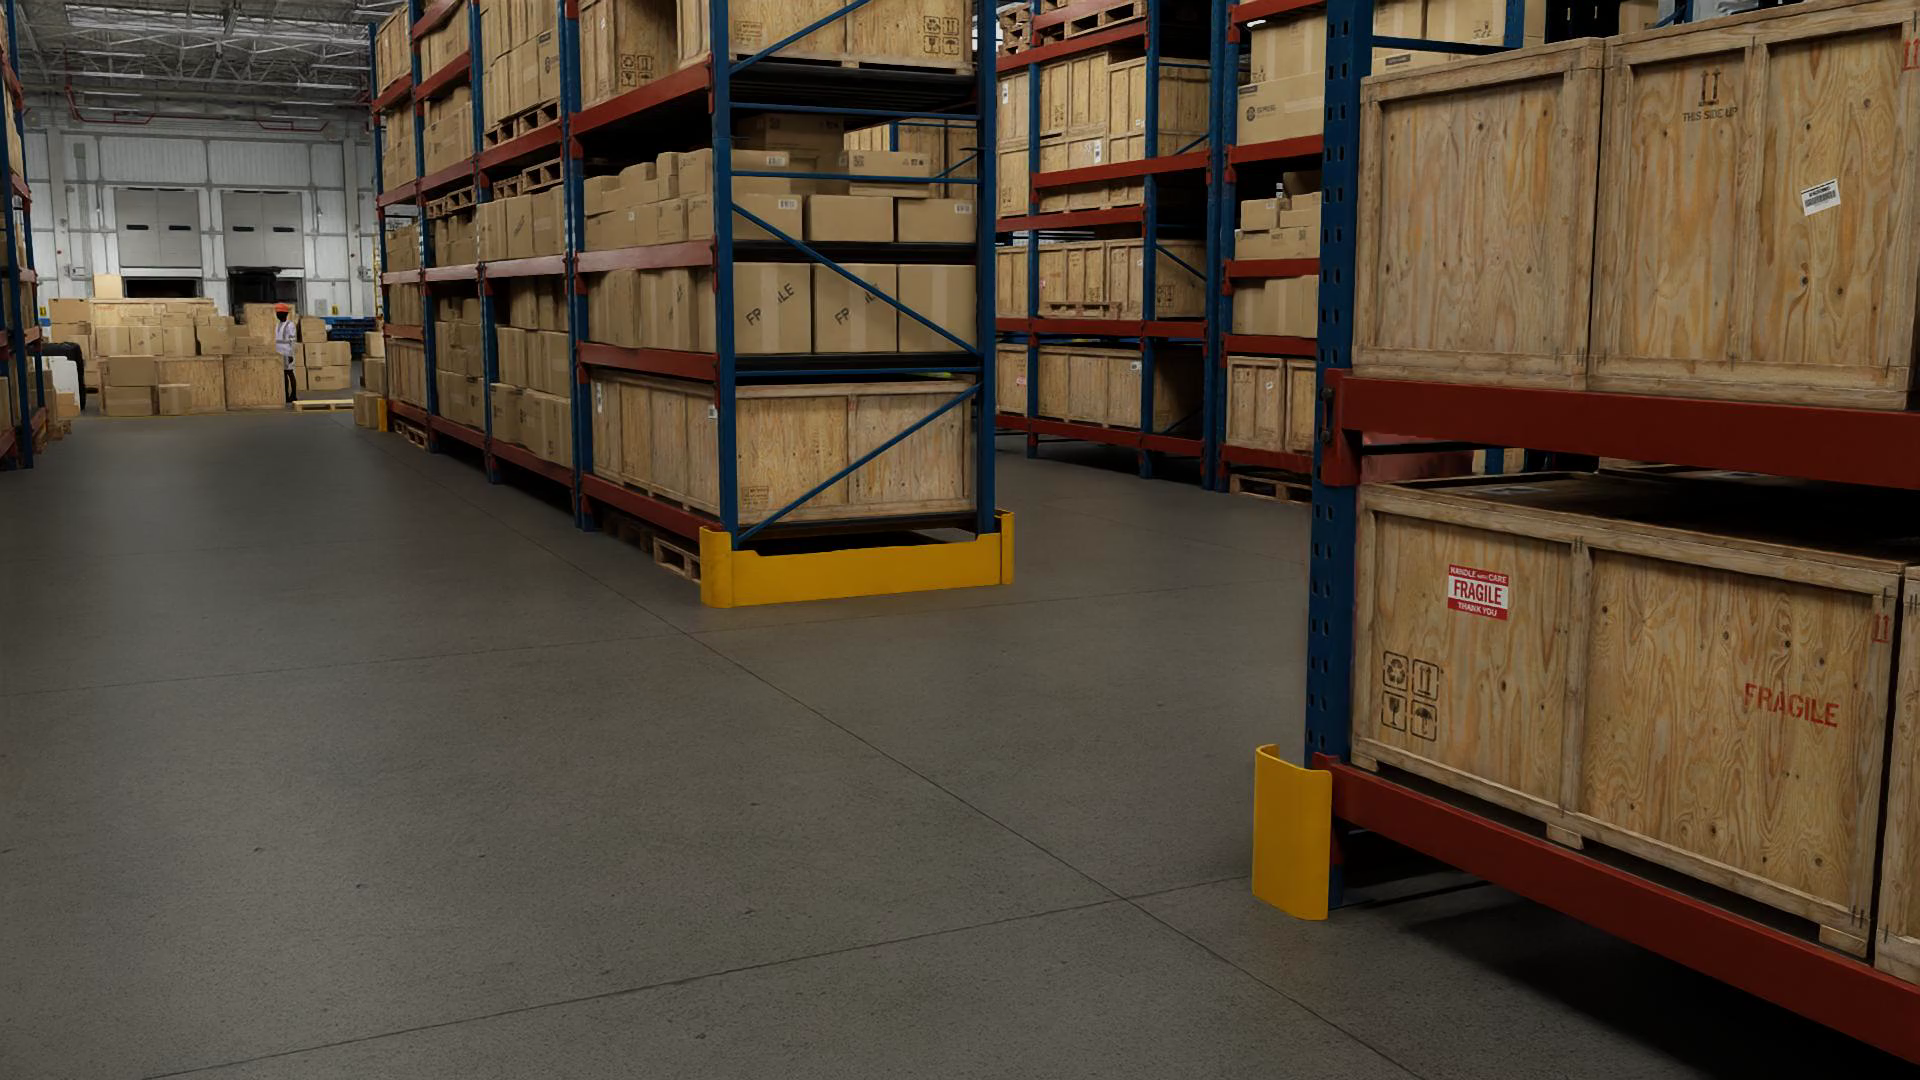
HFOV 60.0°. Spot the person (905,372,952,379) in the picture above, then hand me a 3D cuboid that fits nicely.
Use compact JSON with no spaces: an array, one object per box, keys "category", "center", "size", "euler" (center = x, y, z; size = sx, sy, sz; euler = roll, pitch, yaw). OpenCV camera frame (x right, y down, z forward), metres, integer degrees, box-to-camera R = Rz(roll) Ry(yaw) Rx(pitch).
[{"category":"person","center":[-0.287,-1.069,15.541],"size":[0.529,1.692,0.320],"euler":[5,10,32]}]

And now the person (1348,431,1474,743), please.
[{"category":"person","center":[1.805,0.149,6.569],"size":[0.993,1.849,0.667],"euler":[-6,10,-34]}]

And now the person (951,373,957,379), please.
[{"category":"person","center":[-0.348,-2.007,21.519],"size":[0.649,1.847,1.054],"euler":[-2,9,-15]}]

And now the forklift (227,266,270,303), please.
[{"category":"forklift","center":[-17.722,-5.442,41.613],"size":[1.129,2.768,1.873],"euler":[-6,10,-35]}]

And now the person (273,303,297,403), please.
[{"category":"person","center":[-13.161,-3.638,32.396],"size":[0.547,1.942,0.351],"euler":[6,10,36]}]

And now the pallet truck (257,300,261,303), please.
[{"category":"pallet truck","center":[-23.913,-7.404,58.171],"size":[1.885,1.965,0.823],"euler":[-1,8,-9]}]
